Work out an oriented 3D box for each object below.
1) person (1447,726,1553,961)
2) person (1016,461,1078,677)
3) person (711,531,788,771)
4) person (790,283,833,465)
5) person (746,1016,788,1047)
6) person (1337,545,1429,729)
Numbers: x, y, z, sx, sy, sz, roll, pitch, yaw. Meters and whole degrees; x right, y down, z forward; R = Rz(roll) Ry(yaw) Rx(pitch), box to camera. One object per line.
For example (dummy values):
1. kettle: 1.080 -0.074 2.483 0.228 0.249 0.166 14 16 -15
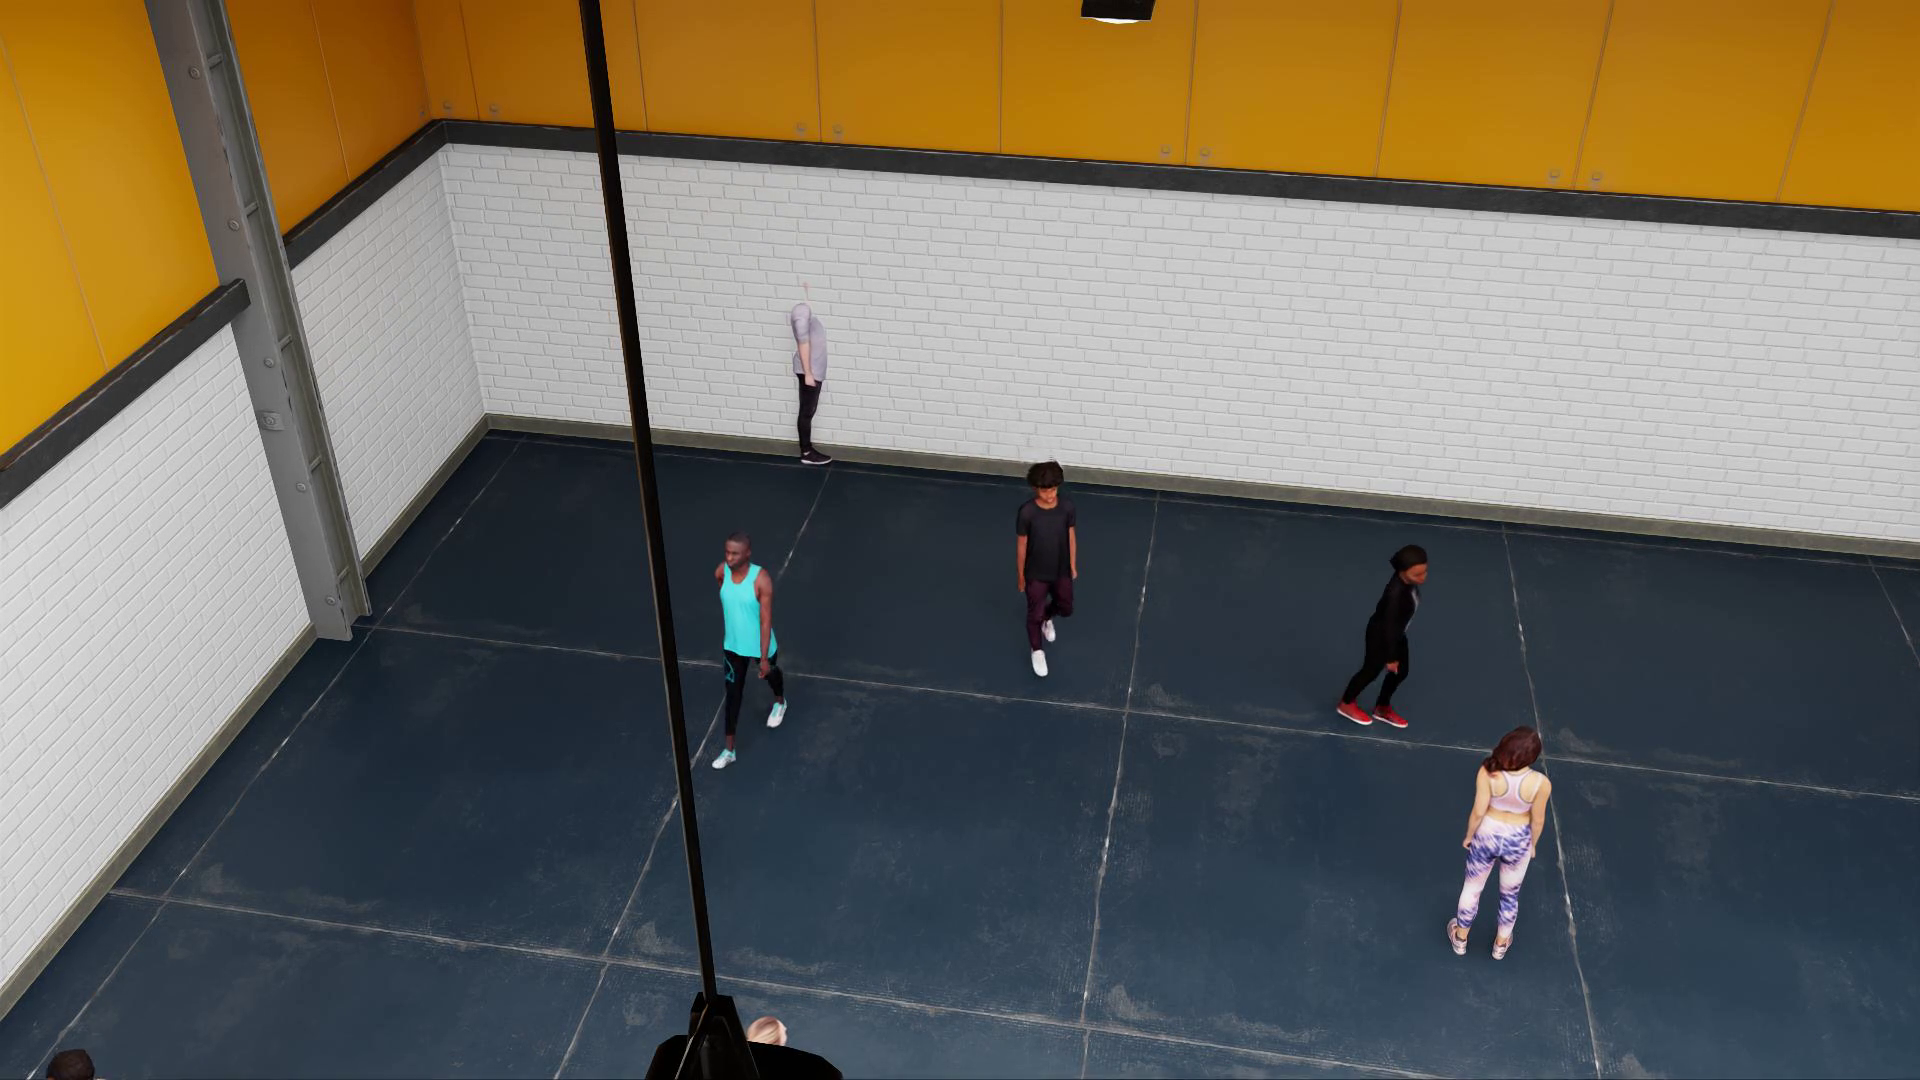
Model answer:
1. person: 3.250 1.813 9.983 0.612 1.766 0.564 9 35 13
2. person: 0.631 0.150 12.482 0.818 1.769 0.909 -9 35 -14
3. person: -1.412 0.682 11.682 0.805 1.769 1.212 12 36 18
4. person: -1.354 -1.579 15.023 0.745 1.837 0.562 2 34 2
5. person: -0.946 2.983 8.281 0.629 1.703 0.655 25 41 32
6. person: 2.972 0.665 11.823 0.829 1.642 0.797 16 37 22
